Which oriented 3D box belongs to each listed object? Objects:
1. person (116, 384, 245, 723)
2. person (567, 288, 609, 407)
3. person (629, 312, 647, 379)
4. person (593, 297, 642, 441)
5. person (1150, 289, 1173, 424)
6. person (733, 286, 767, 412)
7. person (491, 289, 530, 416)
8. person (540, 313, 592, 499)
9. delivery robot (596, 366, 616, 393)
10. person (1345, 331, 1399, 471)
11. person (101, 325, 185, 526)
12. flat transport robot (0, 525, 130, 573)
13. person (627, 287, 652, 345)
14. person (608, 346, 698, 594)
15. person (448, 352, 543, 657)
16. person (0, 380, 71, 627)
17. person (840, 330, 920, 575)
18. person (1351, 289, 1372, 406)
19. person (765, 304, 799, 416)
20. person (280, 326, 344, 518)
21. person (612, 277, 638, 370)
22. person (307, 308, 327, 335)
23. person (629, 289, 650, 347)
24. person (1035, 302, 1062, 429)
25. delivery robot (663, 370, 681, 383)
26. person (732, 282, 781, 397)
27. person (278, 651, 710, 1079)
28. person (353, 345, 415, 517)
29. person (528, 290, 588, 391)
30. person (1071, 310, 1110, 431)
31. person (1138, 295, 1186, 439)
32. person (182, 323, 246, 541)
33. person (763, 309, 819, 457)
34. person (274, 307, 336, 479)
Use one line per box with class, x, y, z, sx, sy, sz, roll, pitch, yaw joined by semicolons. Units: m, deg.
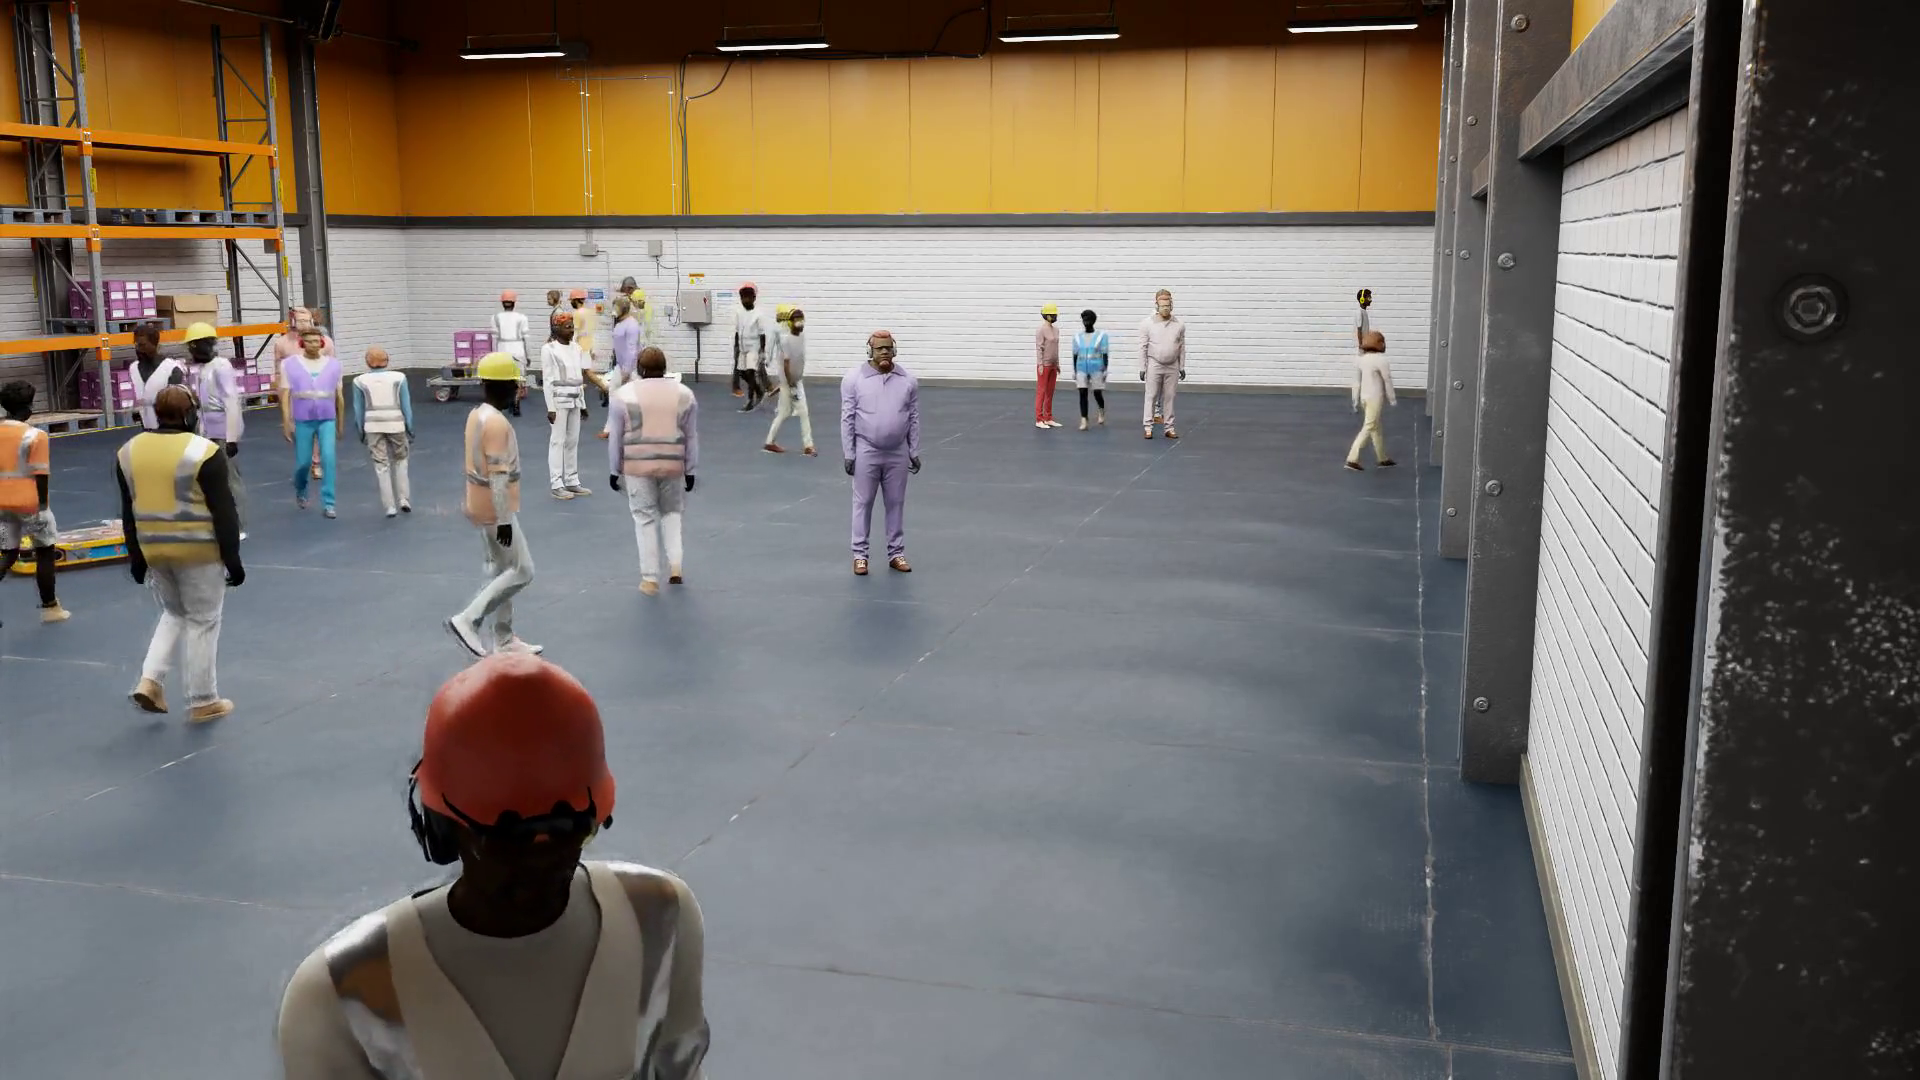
person;-4.137;0.083;8.876;0.638;1.828;0.444;3;10;16
person;-5.935;-3.060;26.492;0.911;1.905;0.548;1;10;5
person;-4.758;-2.473;23.937;0.655;1.609;0.537;6;12;30
person;-4.350;-2.271;22.022;0.989;1.900;0.632;-7;12;-34
person;2.907;-2.652;24.058;0.372;1.940;0.627;3;10;15
person;-3.245;-2.979;25.906;0.620;1.949;0.762;8;13;39
person;-6.792;-2.828;25.142;0.559;1.912;0.864;-1;10;-7
person;-4.004;-1.363;16.921;0.356;1.883;0.573;5;11;25
delivery robot;-5.717;-2.650;27.694;0.707;0.478;0.477;-6;11;-30
person;4.721;-1.585;18.996;0.824;1.594;0.506;-4;11;-20
person;-7.111;-0.953;14.651;0.594;1.857;1.002;3;11;19
flat transport robot;-7.006;0.038;13.544;0.652;0.197;1.431;9;13;40
person;-5.781;-3.625;29.860;0.484;1.827;0.647;5;11;26
person;-2.266;-0.514;12.287;0.634;1.827;0.453;-5;11;-25
person;-2.860;-0.193;10.197;0.484;1.913;0.615;-4;11;-23
person;-6.300;-0.216;11.026;0.541;1.671;0.638;2;10;9
person;-0.609;-0.683;12.997;0.638;1.909;0.407;-4;11;-19
person;6.481;-3.101;26.793;0.328;1.872;0.513;3;10;14
person;-2.610;-2.736;25.241;0.497;1.690;0.926;-7;12;-35
person;-6.142;-1.127;15.786;0.572;1.823;0.682;-6;11;-29
person;-5.967;-3.832;30.450;0.983;2.000;0.694;-7;12;-34
person;-9.818;-2.703;25.227;0.536;1.616;0.367;2;10;10
person;-5.533;-3.485;29.165;0.804;1.798;0.605;-1;10;-5
person;1.255;-2.456;23.435;0.314;1.768;0.527;7;12;34
delivery robot;-5.069;-2.710;28.036;0.707;0.478;0.477;-6;11;-30
person;-3.508;-3.374;28.125;1.064;1.933;0.632;9;13;41
person;-0.597;1.144;2.338;0.621;2.020;0.681;-5;11;-28
person;-5.456;-1.034;15.769;0.531;1.614;0.550;-3;11;-18
person;-7.102;-3.515;29.393;1.024;1.787;0.521;-1;10;-7
person;1.831;-2.378;23.231;0.543;1.682;0.537;4;11;20
person;2.697;-2.292;22.106;0.652;1.906;0.405;-2;10;-11
person;-6.414;-0.917;14.411;0.407;1.882;0.678;-9;14;-42
person;-2.068;-1.926;20.353;0.822;1.813;0.529;7;12;35
person;-7.204;-1.624;18.375;0.650;1.890;0.563;-4;11;-20
